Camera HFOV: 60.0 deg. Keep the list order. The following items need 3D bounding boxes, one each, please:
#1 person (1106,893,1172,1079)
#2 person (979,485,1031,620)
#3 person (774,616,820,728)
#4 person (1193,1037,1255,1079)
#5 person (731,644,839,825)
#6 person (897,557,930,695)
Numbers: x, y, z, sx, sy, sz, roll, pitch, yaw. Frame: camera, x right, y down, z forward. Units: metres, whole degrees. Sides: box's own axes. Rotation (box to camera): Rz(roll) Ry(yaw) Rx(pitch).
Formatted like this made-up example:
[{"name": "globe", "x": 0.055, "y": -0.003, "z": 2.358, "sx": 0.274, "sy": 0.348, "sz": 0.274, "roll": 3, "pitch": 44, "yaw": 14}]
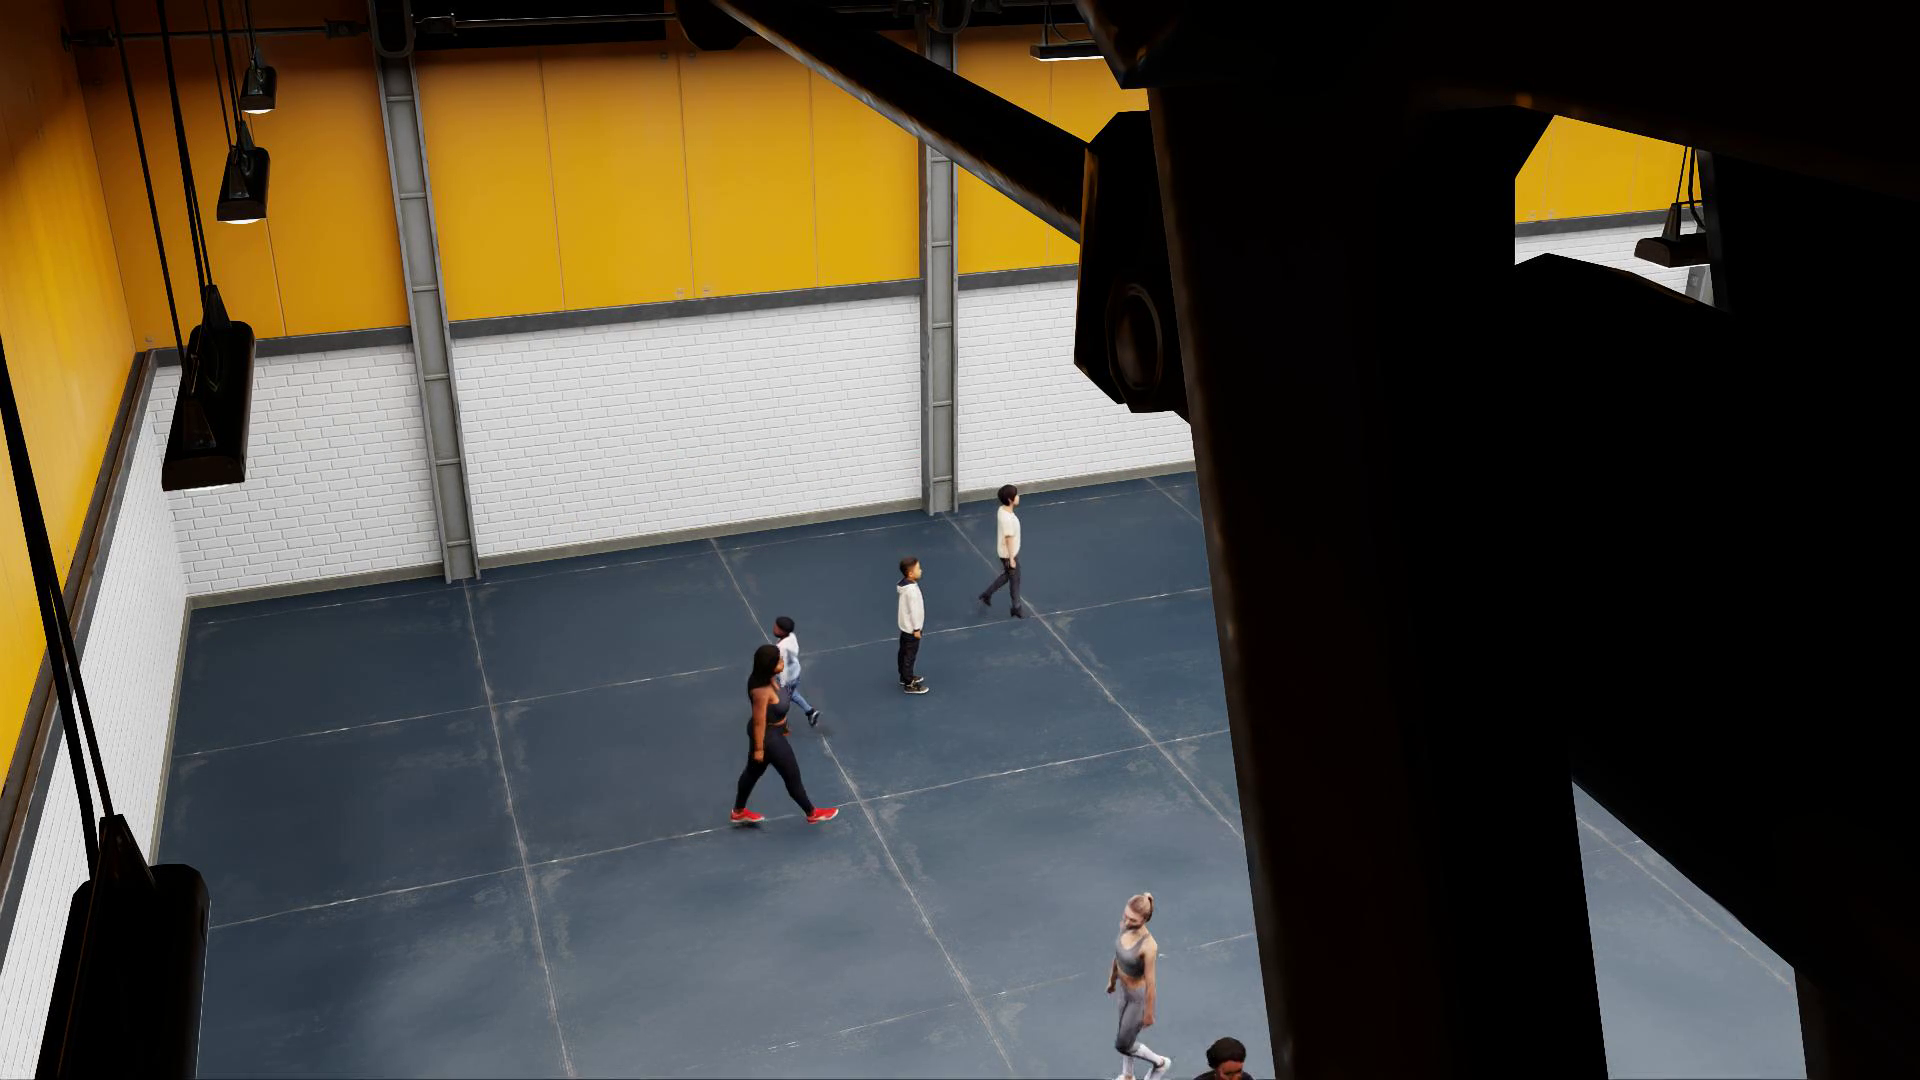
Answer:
[{"name": "person", "x": 1.277, "y": 3.124, "z": 11.417, "sx": 0.719, "sy": 1.701, "sz": 0.618, "roll": -6, "pitch": 24, "yaw": -14}, {"name": "person", "x": 0.493, "y": 0.141, "z": 18.396, "sx": 0.882, "sy": 1.577, "sz": 0.733, "roll": -1, "pitch": 24, "yaw": -3}, {"name": "person", "x": -1.630, "y": 1.306, "z": 16.138, "sx": 0.812, "sy": 1.250, "sz": 0.725, "roll": 8, "pitch": 25, "yaw": 17}, {"name": "person", "x": 1.561, "y": 3.678, "z": 10.218, "sx": 0.875, "sy": 1.647, "sz": 0.739, "roll": -5, "pitch": 24, "yaw": -12}, {"name": "person", "x": -1.759, "y": 1.747, "z": 14.497, "sx": 1.261, "sy": 1.758, "sz": 0.901, "roll": -2, "pitch": 24, "yaw": -5}, {"name": "person", "x": -0.519, "y": 0.850, "z": 16.927, "sx": 0.557, "sy": 1.455, "sz": 0.607, "roll": -5, "pitch": 24, "yaw": -10}]
